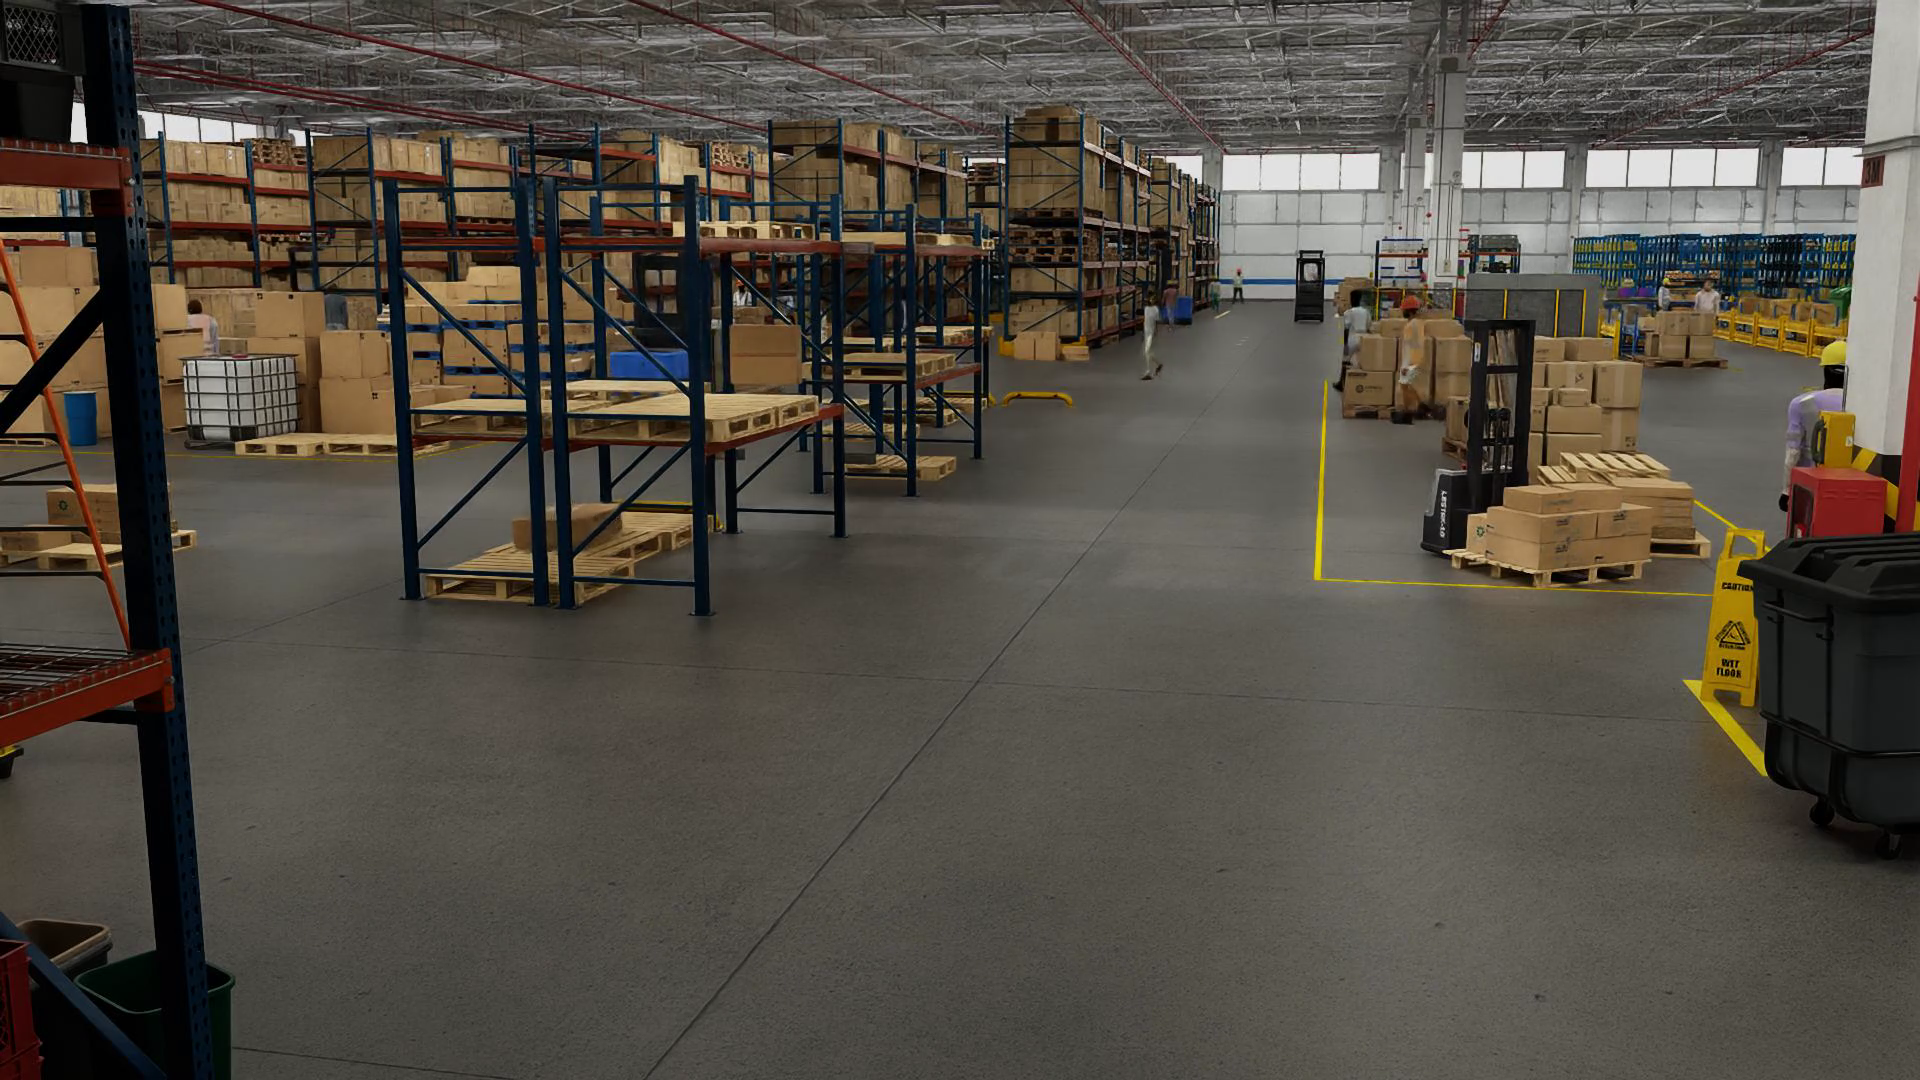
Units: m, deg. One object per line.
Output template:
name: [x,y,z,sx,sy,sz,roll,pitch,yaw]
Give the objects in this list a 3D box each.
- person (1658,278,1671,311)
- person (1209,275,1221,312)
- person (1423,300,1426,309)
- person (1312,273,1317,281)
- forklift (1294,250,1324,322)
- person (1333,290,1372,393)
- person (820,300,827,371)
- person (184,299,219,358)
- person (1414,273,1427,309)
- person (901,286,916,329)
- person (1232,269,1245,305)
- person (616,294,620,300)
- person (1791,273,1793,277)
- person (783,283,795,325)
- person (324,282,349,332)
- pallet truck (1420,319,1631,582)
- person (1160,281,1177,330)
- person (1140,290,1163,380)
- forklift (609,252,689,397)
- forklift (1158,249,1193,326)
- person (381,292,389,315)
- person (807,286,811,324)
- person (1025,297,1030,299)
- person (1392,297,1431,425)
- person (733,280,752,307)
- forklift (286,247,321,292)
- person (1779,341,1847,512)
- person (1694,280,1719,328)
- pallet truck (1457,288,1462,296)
person: [24.594,-8.232,58.094,0.403,1.821,0.594,9,13,43]
person: [12.088,-11.674,78.787,0.538,1.718,0.925,2,10,12]
person: [15.823,-7.805,56.146,0.287,1.626,0.497,-7,12,-34]
person: [19.489,-13.735,90.999,0.871,1.702,0.644,1,10,5]
forklift: [13.778,-10.002,65.433,1.129,2.768,1.873,2,10,12]
person: [7.236,-3.617,30.482,0.617,1.911,1.031,-4,10,-20]
person: [-2.904,-4.148,34.435,0.310,1.638,0.523,3,10,18]
person: [-12.210,-2.938,26.682,0.629,1.840,0.429,-9,13,-44]
person: [15.798,-8.142,57.009,0.544,2.002,0.672,-1,10,-6]
person: [-1.128,-4.596,36.295,0.448,1.905,0.633,7,12,34]
person: [15.211,-13.825,90.903,0.590,1.938,1.073,-3,10,-19]
person: [-8.450,-5.244,40.958,0.524,1.632,0.314,0,10,0]
person: [39.847,-11.877,79.637,0.600,1.832,0.404,-4,10,-22]
person: [-5.800,-7.877,56.413,0.377,1.679,0.556,4,11,25]
person: [-14.443,-4.970,38.422,0.636,1.937,0.358,-2,10,-9]
pallet truck: [4.543,-0.757,13.299,0.823,1.965,1.885,-4,10,-22]
person: [7.278,-8.195,58.141,0.527,1.721,0.876,-5,11,-27]
person: [3.949,-4.199,34.151,0.538,1.850,0.506,-5,11,-27]
forklift: [-4.578,-3.268,25.557,1.129,2.768,1.873,2,10,12]
forklift: [7.646,-9.320,61.395,1.873,2.768,1.129,2,10,11]
person: [-13.619,-5.047,39.592,0.316,1.695,0.542,-4,10,-23]
person: [-5.647,-9.156,64.143,0.494,1.624,0.279,0,10,-3]
person: [2.501,-8.457,59.956,0.892,1.646,0.542,1,10,7]
person: [6.755,-2.674,24.878,0.466,1.918,0.563,7,12,35]
person: [-5.940,-6.142,45.359,0.542,1.939,0.363,2,10,14]
forklift: [-19.386,-7.277,49.296,1.129,2.768,1.873,2,10,12]
person: [5.862,-0.375,11.246,0.594,1.925,0.379,2,10,9]
person: [21.068,-6.387,46.966,0.656,1.884,0.648,3,10,19]
pallet truck: [20.506,-9.785,68.819,0.653,1.274,1.630,2,10,12]
